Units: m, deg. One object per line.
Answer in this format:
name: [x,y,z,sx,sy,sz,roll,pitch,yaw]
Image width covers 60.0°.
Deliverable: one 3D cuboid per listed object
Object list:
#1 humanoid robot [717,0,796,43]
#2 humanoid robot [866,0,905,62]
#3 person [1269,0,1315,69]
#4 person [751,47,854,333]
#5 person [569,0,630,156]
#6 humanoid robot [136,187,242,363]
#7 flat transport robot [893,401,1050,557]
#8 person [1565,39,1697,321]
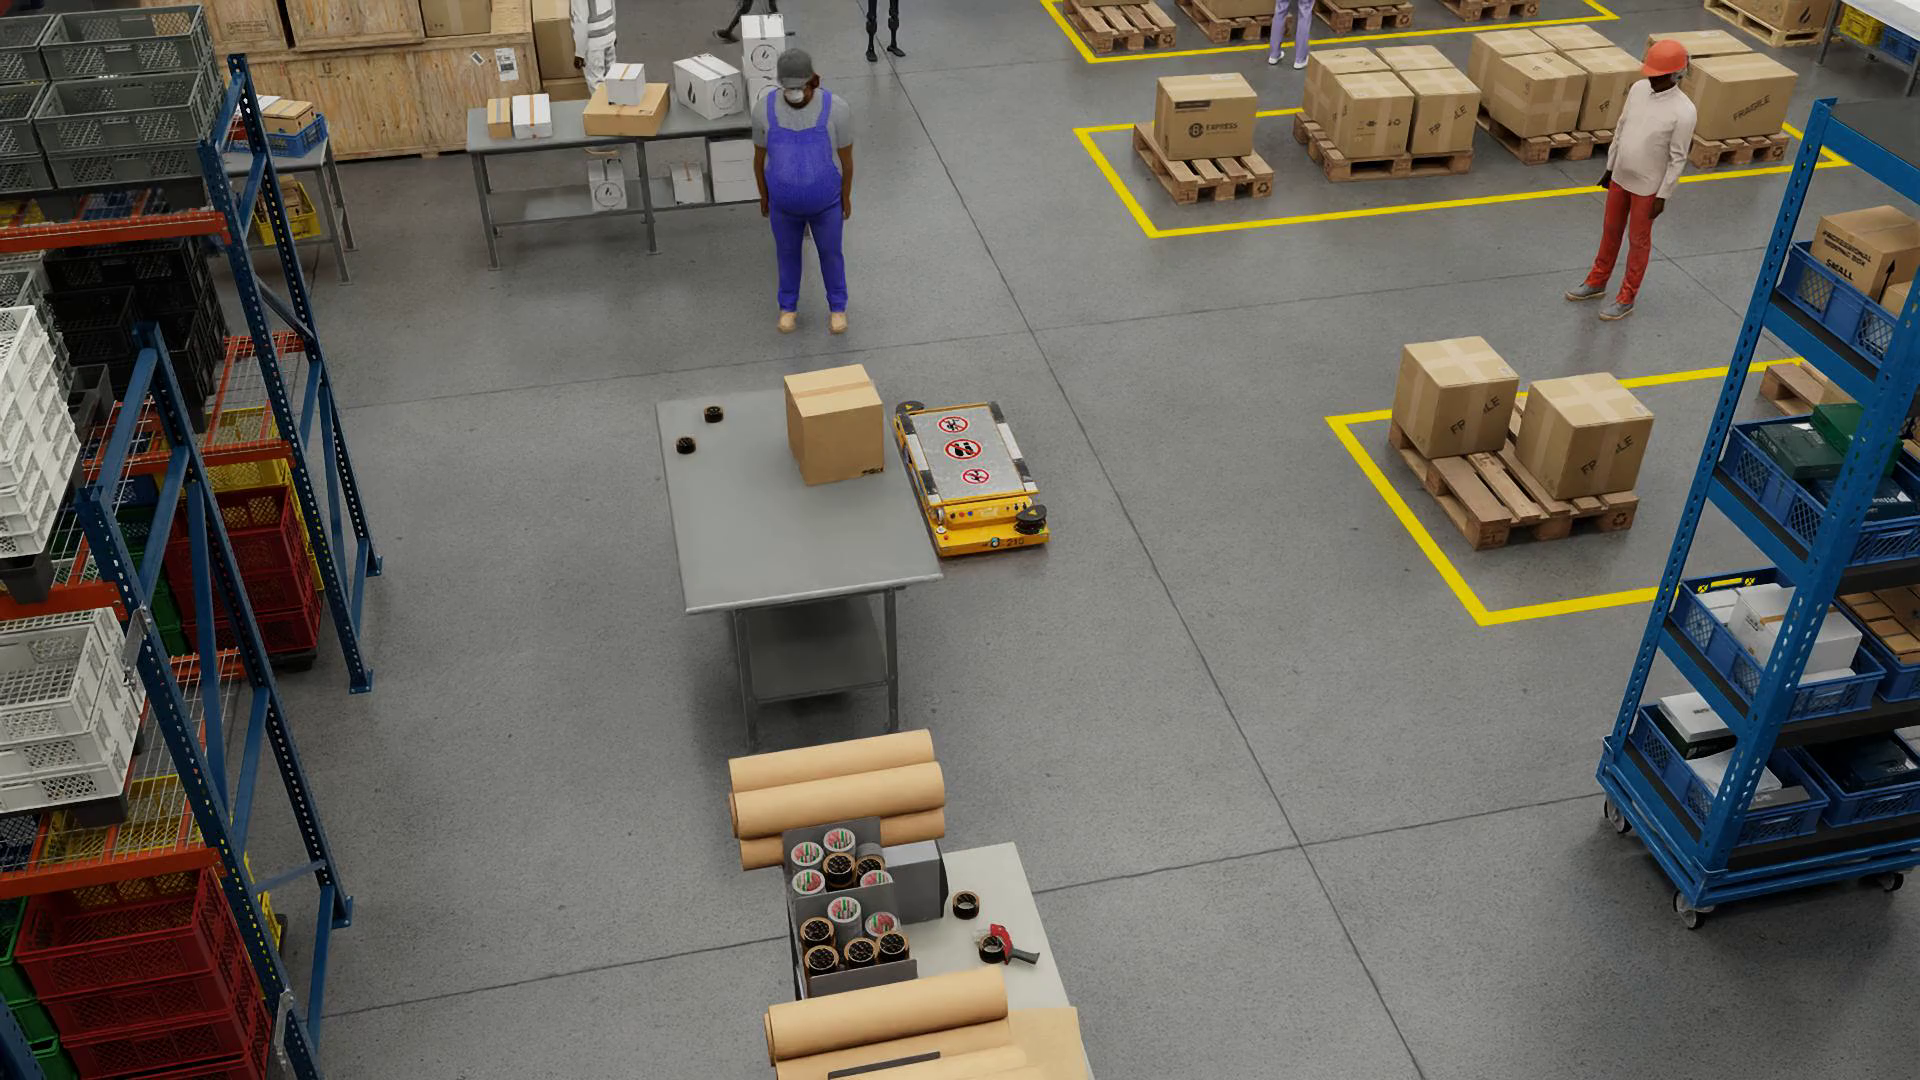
humanoid robot: [-2.012,-5.573,15.904,0.749,1.636,0.588,-7,37,-10]
humanoid robot: [-0.712,-5.330,15.526,0.610,1.657,0.314,-16,40,-21]
person: [3.151,-5.323,15.331,0.579,1.919,0.394,15,39,19]
person: [-1.056,-2.339,11.214,0.681,2.000,0.535,1,37,2]
person: [-3.013,-4.117,13.733,0.341,1.882,0.583,13,38,16]
humanoid robot: [-5.110,-1.882,10.935,0.755,1.627,0.596,-9,38,-12]
flat transport robot: [0.046,-0.430,10.108,0.652,0.197,1.431,-8,37,-10]
person: [4.656,-2.476,11.443,0.384,1.988,0.607,-15,39,-19]
